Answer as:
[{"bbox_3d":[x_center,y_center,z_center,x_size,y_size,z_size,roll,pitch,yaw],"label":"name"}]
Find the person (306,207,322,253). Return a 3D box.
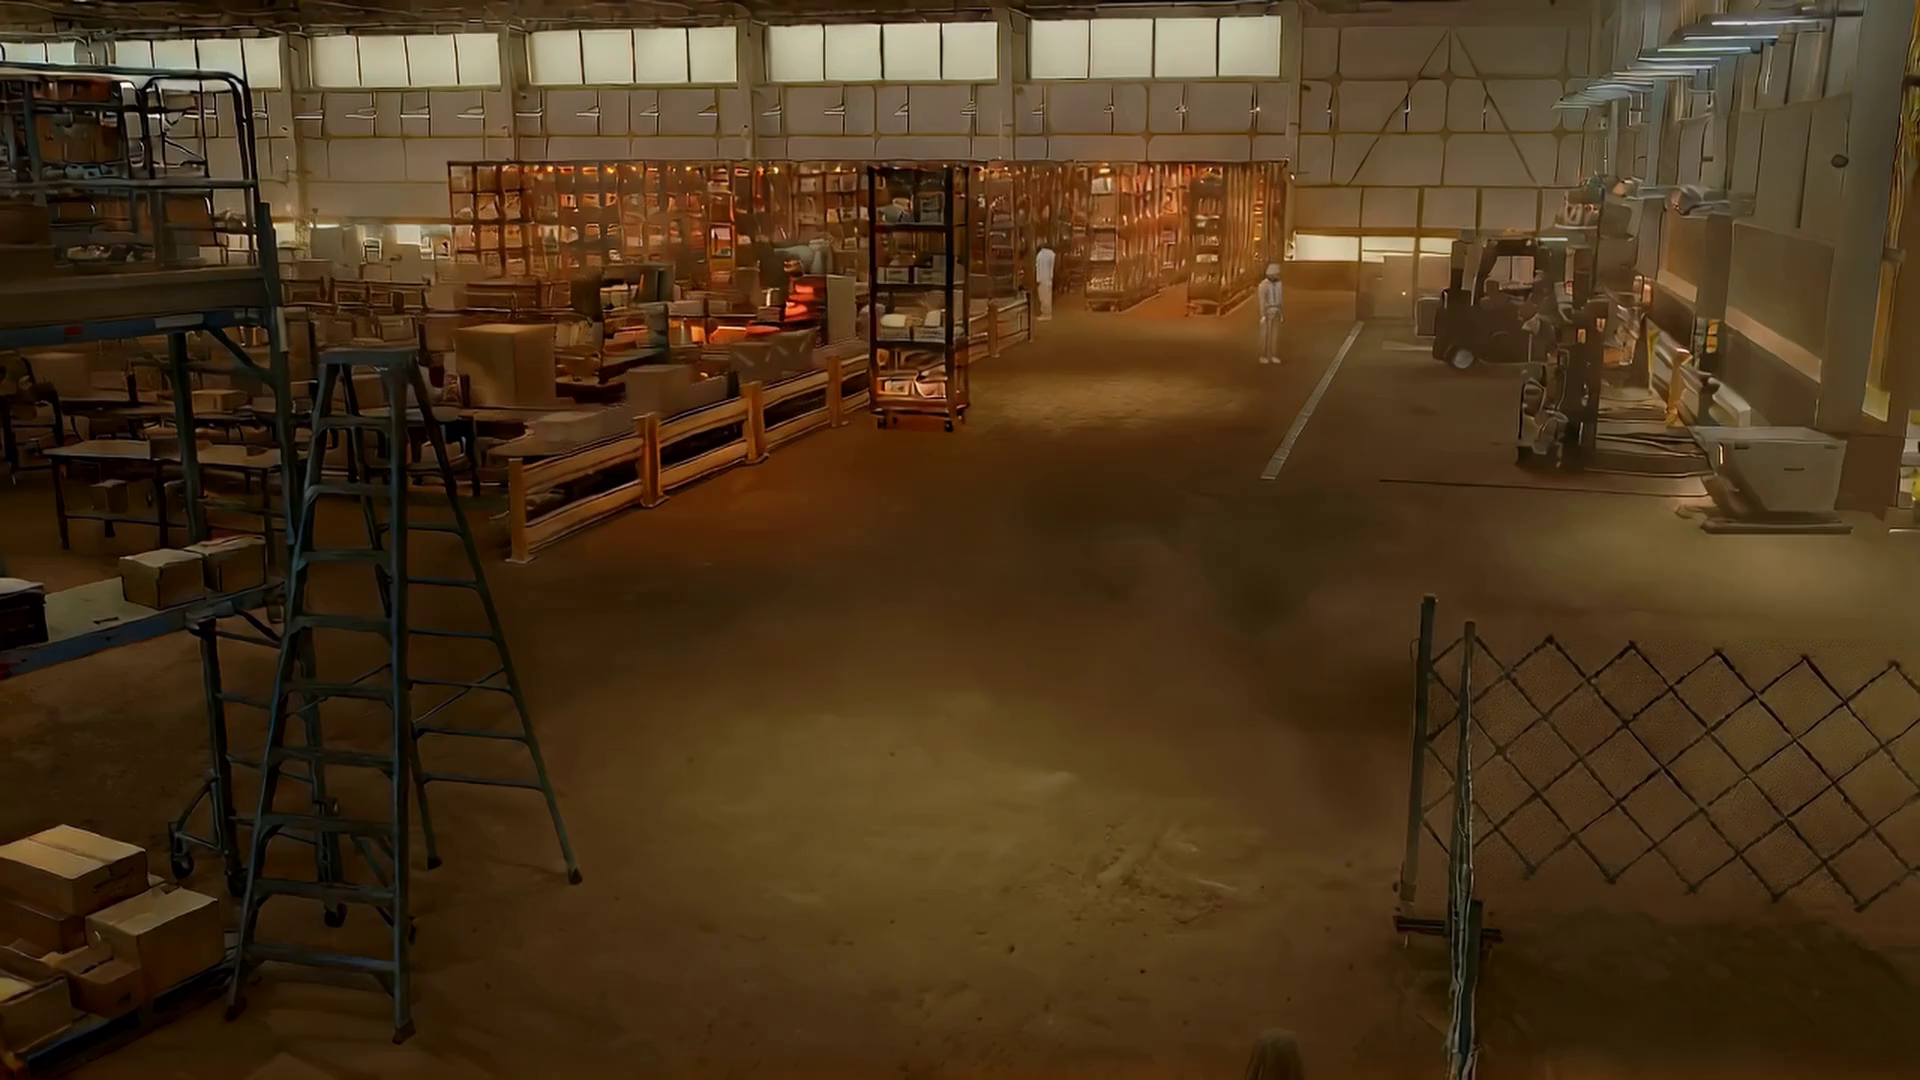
[{"bbox_3d":[-25.035,-12.047,64.720,1.002,1.783,0.634,-1,13,-5],"label":"person"}]

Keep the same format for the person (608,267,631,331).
[{"bbox_3d":[-6.206,-4.094,30.391,0.533,1.767,0.321,9,16,33],"label":"person"}]

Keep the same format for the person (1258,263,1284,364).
[{"bbox_3d":[5.715,-4.155,30.506,0.599,1.830,0.404,-10,16,-37],"label":"person"}]

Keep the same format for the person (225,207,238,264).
[{"bbox_3d":[-25.601,-10.711,58.508,0.409,1.987,0.607,2,13,10],"label":"person"}]

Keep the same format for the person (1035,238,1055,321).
[{"bbox_3d":[1.931,-6.005,38.355,0.401,1.901,0.640,7,15,28],"label":"person"}]

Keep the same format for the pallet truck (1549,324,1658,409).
[{"bbox_3d":[9.824,-2.669,25.407,1.601,1.201,0.680,4,14,16],"label":"pallet truck"}]

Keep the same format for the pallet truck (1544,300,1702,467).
[{"bbox_3d":[8.263,-1.952,20.631,1.885,1.965,0.823,5,14,20],"label":"pallet truck"}]

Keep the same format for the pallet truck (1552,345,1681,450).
[{"bbox_3d":[8.641,-1.896,21.908,1.630,1.274,0.653,4,14,16],"label":"pallet truck"}]

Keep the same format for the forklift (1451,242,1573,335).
[{"bbox_3d":[10.464,-4.597,31.405,2.680,1.987,1.157,4,14,16],"label":"forklift"}]

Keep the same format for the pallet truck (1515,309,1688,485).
[{"bbox_3d":[7.554,-1.677,19.446,1.885,1.965,0.823,3,13,14],"label":"pallet truck"}]

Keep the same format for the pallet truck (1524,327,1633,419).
[{"bbox_3d":[9.065,-2.460,24.370,1.522,1.261,0.704,3,13,14],"label":"pallet truck"}]

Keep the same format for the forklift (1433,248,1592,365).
[{"bbox_3d":[9.780,-4.111,29.280,2.680,1.987,1.157,3,13,14],"label":"forklift"}]
